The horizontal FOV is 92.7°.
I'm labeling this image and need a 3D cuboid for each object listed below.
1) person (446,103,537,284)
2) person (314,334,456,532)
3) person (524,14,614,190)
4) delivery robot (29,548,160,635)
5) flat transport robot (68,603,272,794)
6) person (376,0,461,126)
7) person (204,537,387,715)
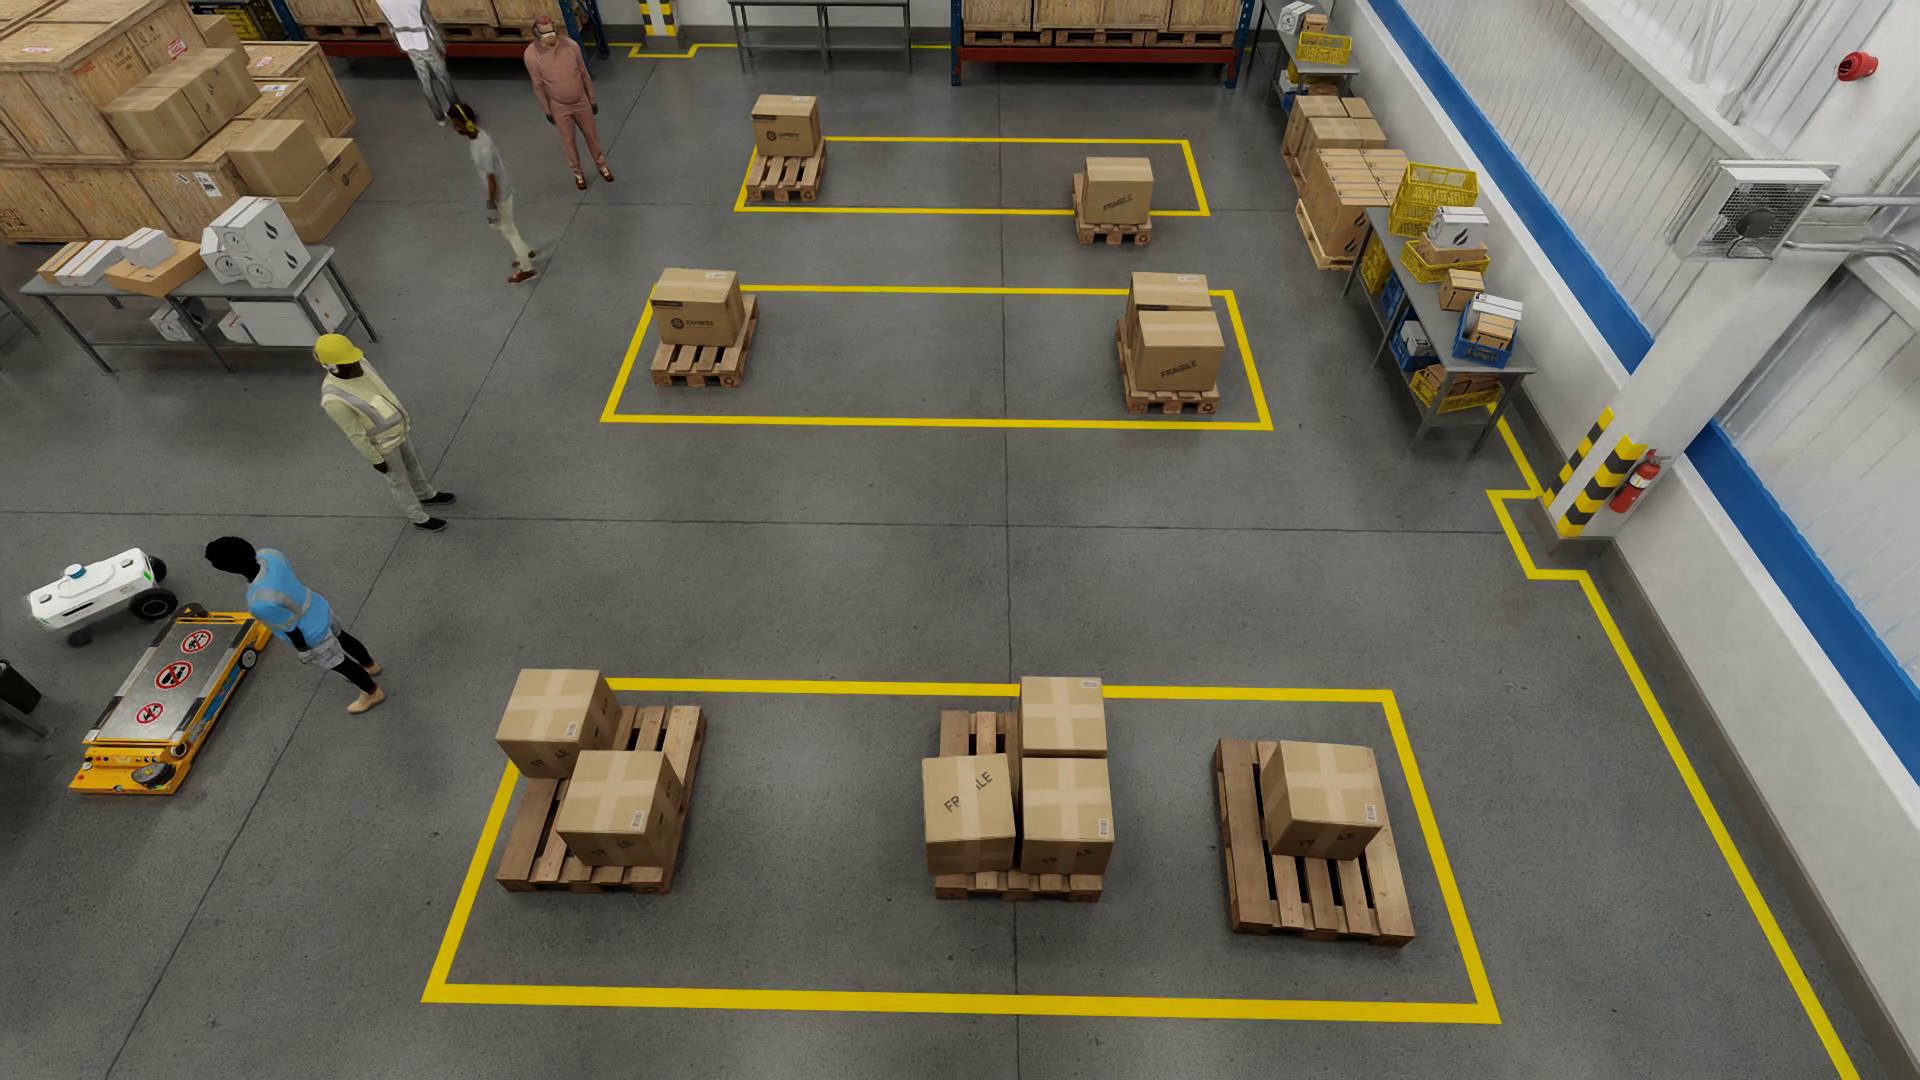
[{"bbox_3d":[-4.715,-3.472,9.258,0.401,1.854,0.537,-31,56,-24],"label":"person"},{"bbox_3d":[-4.405,-0.816,7.026,0.403,1.827,0.601,-5,50,-4],"label":"person"},{"bbox_3d":[-4.491,-5.017,10.539,0.633,1.899,0.401,-26,54,-20],"label":"person"},{"bbox_3d":[-6.404,0.366,6.796,0.707,0.478,0.477,-32,57,-24],"label":"delivery robot"},{"bbox_3d":[-5.504,1.072,6.442,0.652,0.197,1.431,1,50,1],"label":"flat transport robot"},{"bbox_3d":[-6.783,-6.204,11.539,0.603,1.908,0.409,-1,50,-1],"label":"person"},{"bbox_3d":[-4.255,0.549,5.954,0.322,1.699,0.535,-19,52,-15],"label":"person"}]
